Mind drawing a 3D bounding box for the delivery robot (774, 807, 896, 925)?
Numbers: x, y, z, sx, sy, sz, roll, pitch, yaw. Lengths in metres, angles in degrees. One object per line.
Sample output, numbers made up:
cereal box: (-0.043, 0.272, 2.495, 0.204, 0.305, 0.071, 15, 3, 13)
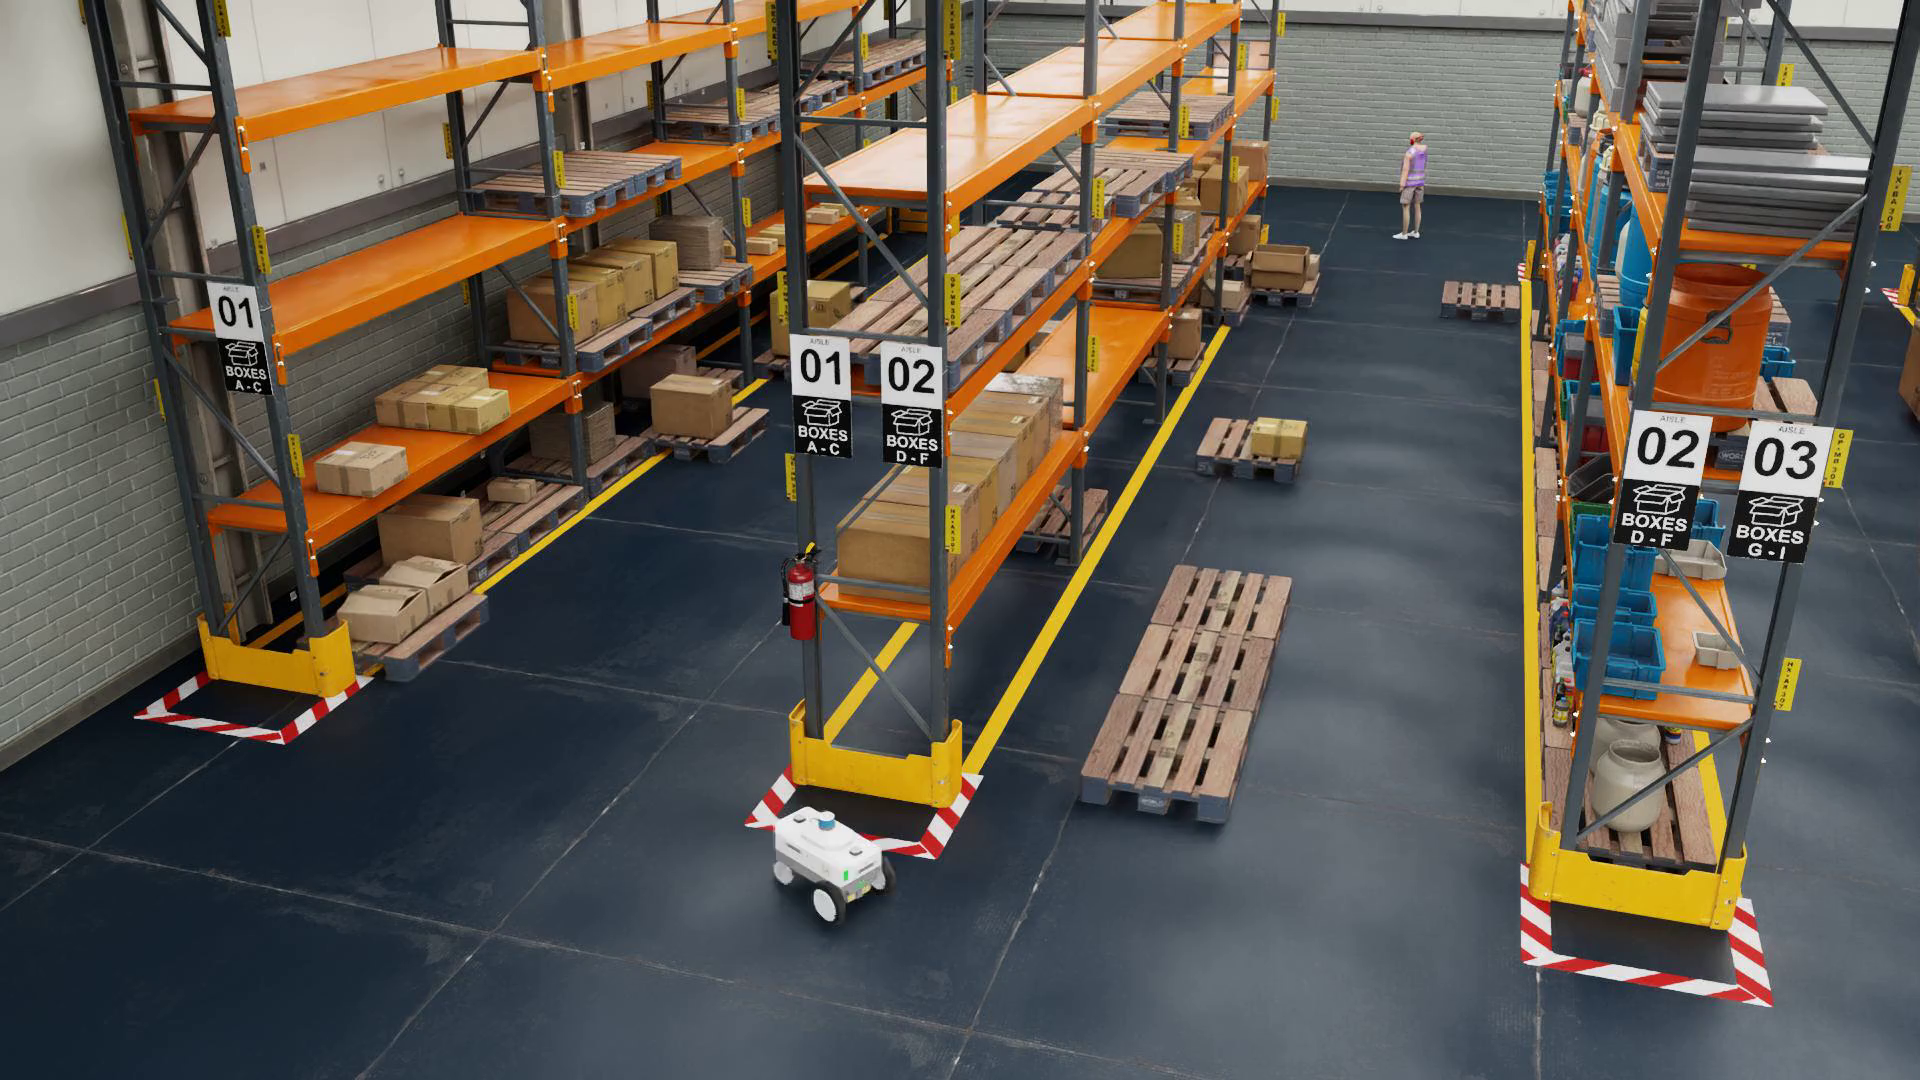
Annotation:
delivery robot: (-0.818, 1.953, 10.271, 0.765, 0.586, 0.499, 21, 31, 40)

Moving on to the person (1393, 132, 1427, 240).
person: (7.182, -5.619, 26.414, 0.483, 1.688, 0.352, -14, 27, -29)
